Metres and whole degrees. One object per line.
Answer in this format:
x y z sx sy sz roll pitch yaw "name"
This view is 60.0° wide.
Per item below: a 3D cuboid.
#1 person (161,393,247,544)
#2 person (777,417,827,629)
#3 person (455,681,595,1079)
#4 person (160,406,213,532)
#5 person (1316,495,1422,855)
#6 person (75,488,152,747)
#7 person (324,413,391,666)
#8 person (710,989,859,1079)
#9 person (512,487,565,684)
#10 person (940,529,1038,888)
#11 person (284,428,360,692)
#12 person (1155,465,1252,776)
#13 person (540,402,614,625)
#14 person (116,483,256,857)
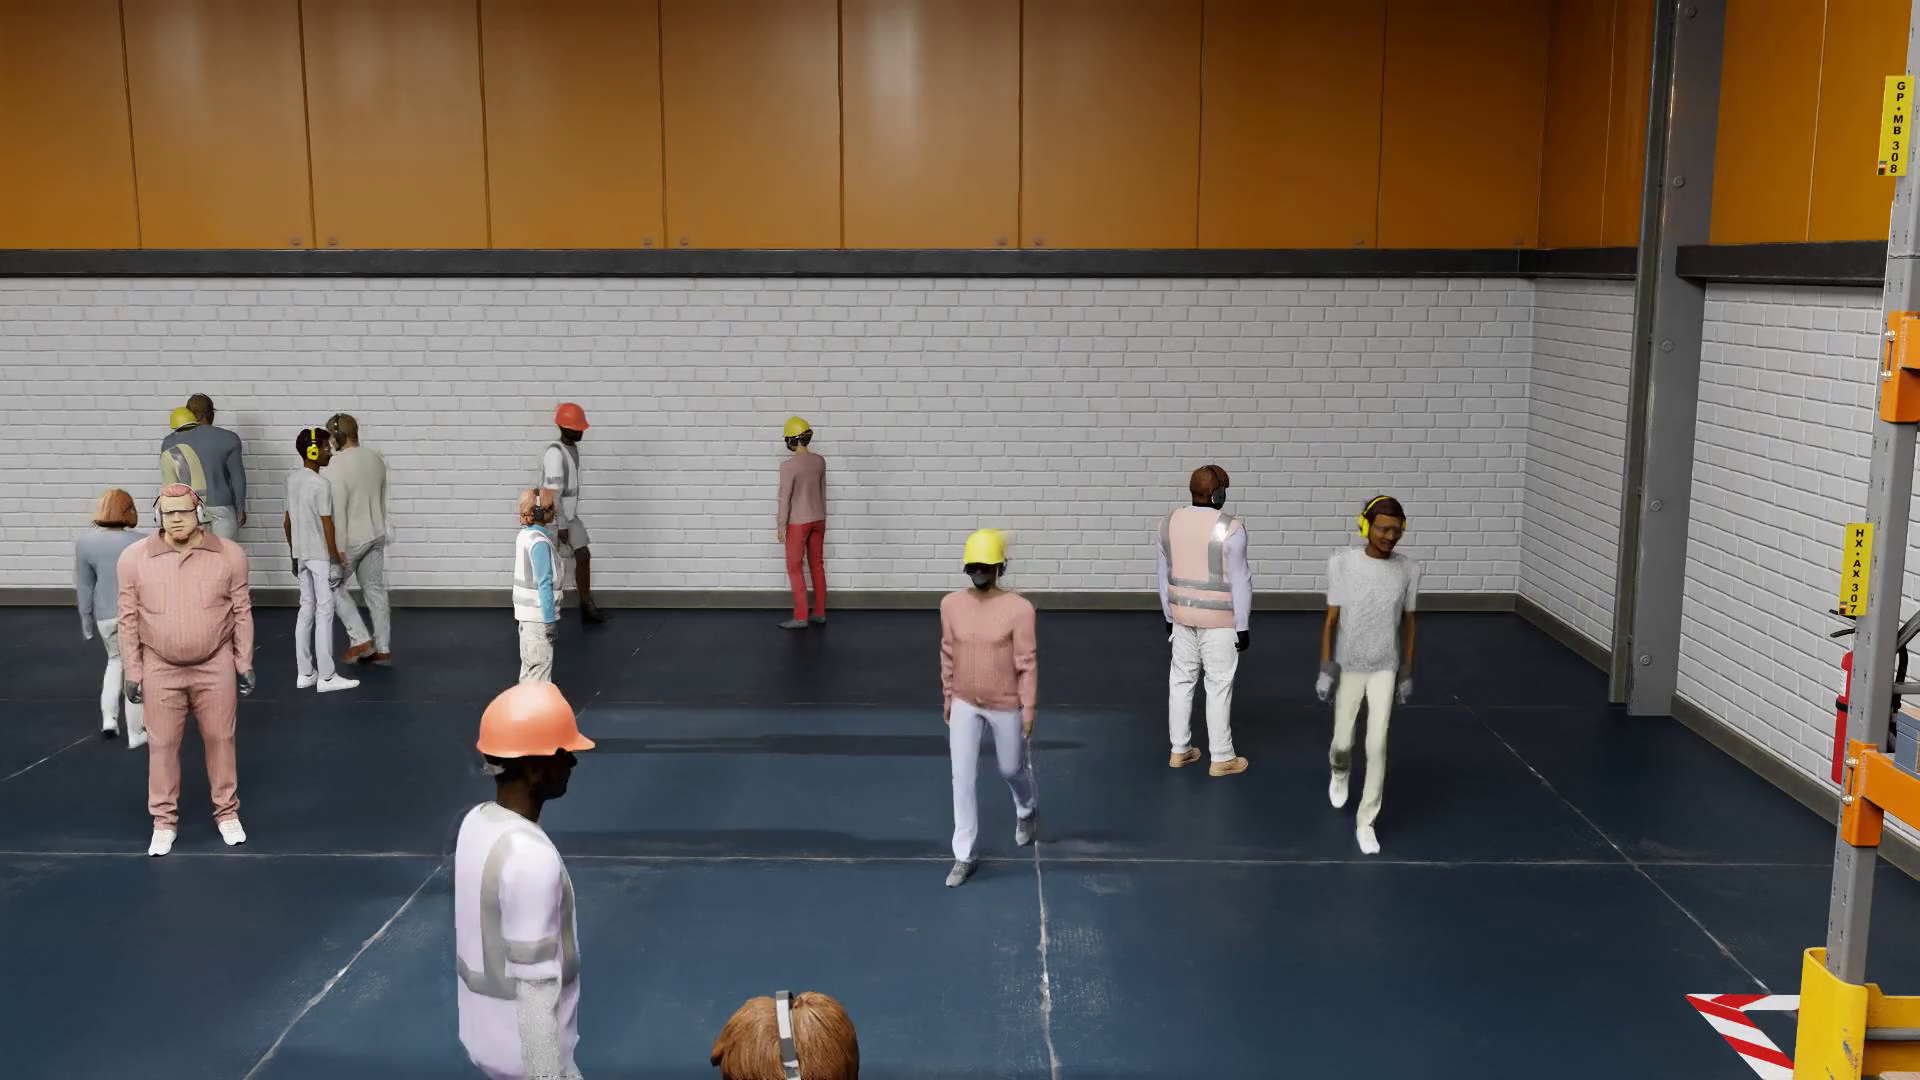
-6.309 -0.260 13.946 0.627 1.936 0.376 -2 10 -15 "person"
-1.316 -0.143 13.795 0.350 1.758 0.522 7 12 38 "person"
-1.185 1.331 4.445 0.501 1.923 0.571 -6 11 -30 "person"
-6.411 -0.201 13.909 0.403 1.827 0.599 5 11 28 "person"
2.115 0.661 8.709 0.534 1.842 0.677 1 10 5 "person"
-5.220 0.489 10.415 0.515 1.624 0.365 0 9 0 "person"
-4.508 0.009 12.388 0.508 1.915 0.665 3 10 18 "person"
-0.245 1.647 2.855 0.430 1.833 0.630 -2 10 -12 "person"
-2.614 0.489 10.341 0.314 1.642 0.515 -5 10 -25 "person"
0.168 0.781 8.306 0.525 1.741 0.826 4 10 21 "person"
-4.554 0.139 11.767 0.534 1.864 0.313 7 12 35 "person"
1.461 0.471 9.851 0.627 1.844 0.429 8 13 41 "person"
-3.256 -0.197 13.701 0.886 1.880 0.562 2 10 13 "person"
-3.959 0.656 8.543 0.637 1.911 0.403 -4 10 -25 "person"
